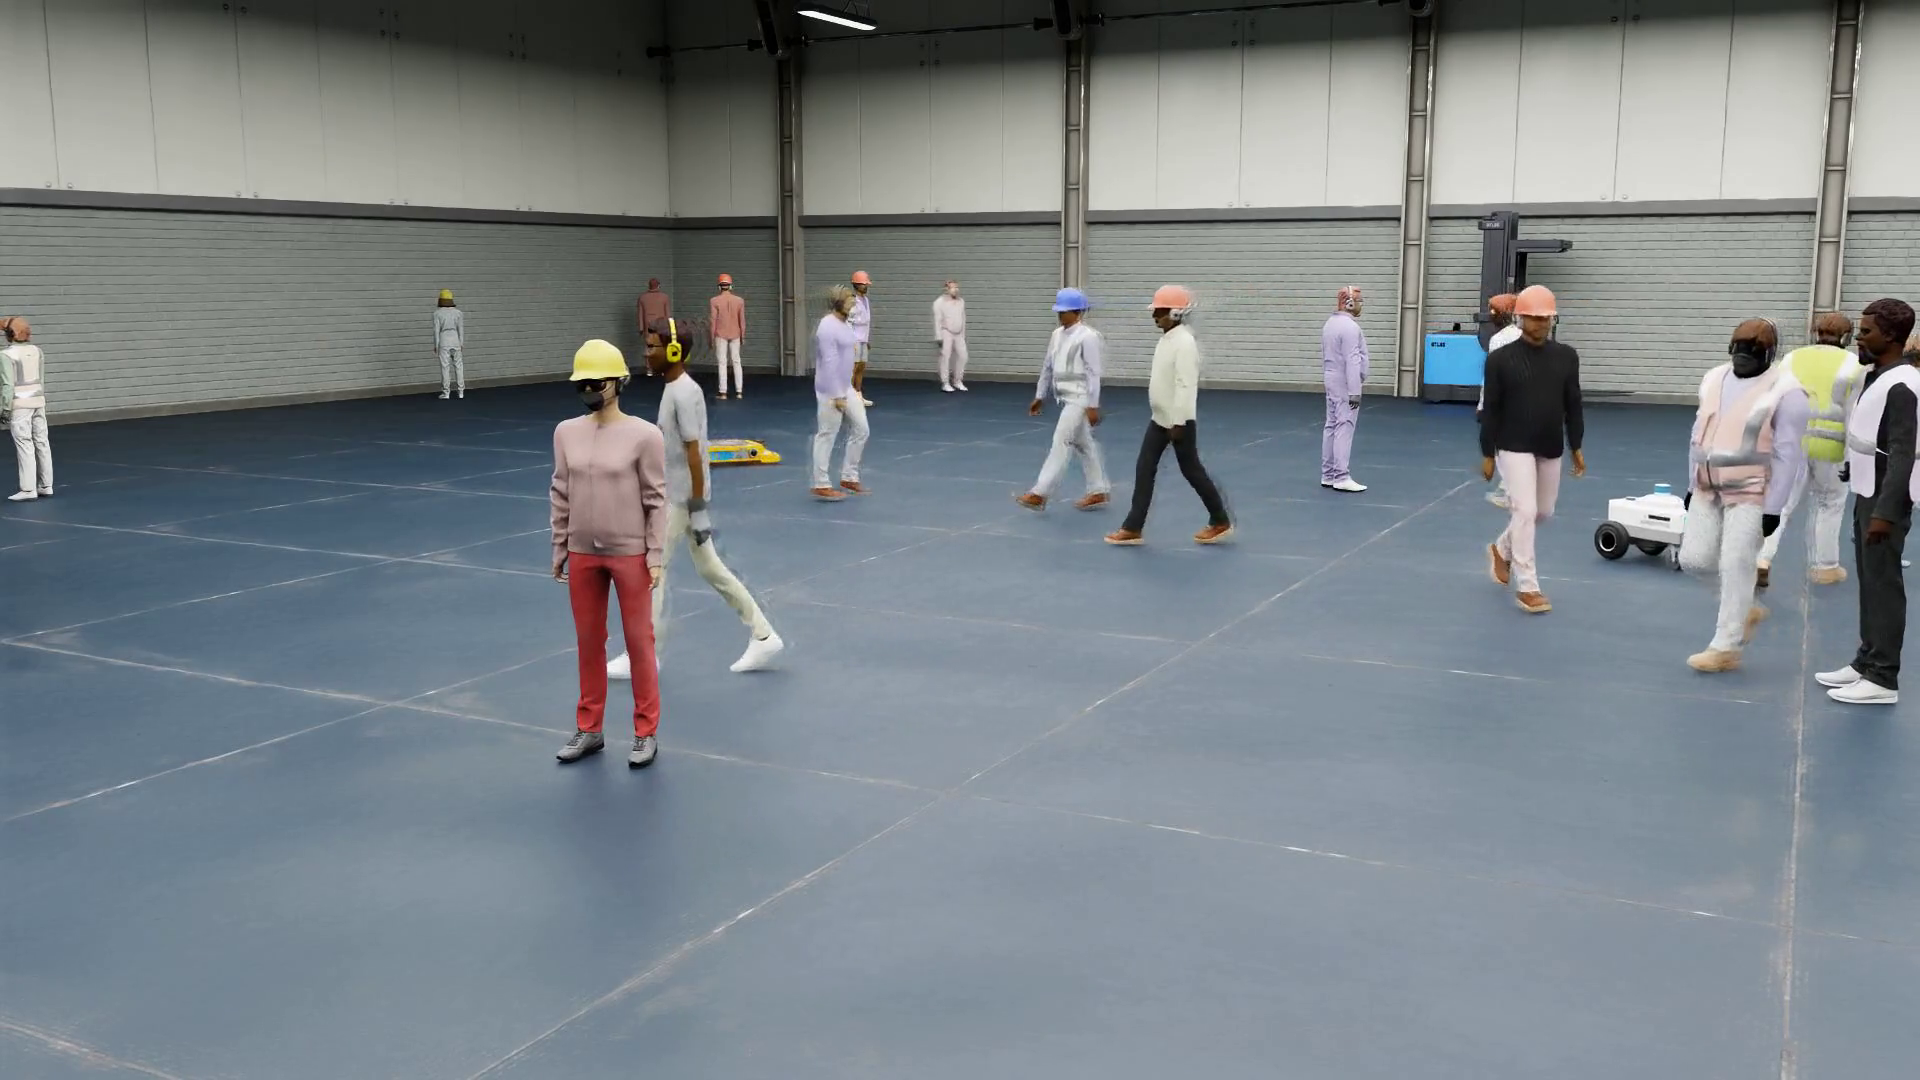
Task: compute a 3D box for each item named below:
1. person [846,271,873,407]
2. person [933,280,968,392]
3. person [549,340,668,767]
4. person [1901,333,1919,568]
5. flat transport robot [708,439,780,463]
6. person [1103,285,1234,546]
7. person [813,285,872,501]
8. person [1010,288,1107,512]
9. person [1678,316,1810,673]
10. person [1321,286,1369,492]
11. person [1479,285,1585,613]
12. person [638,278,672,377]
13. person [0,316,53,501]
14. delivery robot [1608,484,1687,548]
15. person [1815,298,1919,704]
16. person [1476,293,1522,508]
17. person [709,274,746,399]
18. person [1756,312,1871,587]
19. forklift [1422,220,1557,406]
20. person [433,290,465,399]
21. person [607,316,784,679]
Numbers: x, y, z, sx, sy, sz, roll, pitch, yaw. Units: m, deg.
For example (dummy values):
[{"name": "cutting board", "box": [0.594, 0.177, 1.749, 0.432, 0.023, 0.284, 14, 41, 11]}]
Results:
[{"name": "person", "box": [-1.497, -3.022, 25.050, 0.393, 2.041, 0.613, 4, 10, 23]}, {"name": "person", "box": [-0.103, -3.431, 28.028, 0.680, 1.886, 0.613, -7, 11, -36]}, {"name": "person", "box": [-1.466, 0.055, 6.923, 0.525, 1.769, 0.316, 2, 10, 15]}, {"name": "person", "box": [6.438, -0.603, 11.417, 0.398, 1.625, 0.520, 0, 9, 1]}, {"name": "flat transport robot", "box": [-2.701, -0.930, 17.729, 1.431, 0.197, 0.652, -4, 10, -24]}, {"name": "person", "box": [1.618, -0.930, 12.453, 1.003, 1.951, 0.626, -2, 10, -15]}, {"name": "person", "box": [-1.039, -1.297, 14.812, 0.641, 1.918, 0.651, 3, 10, 20]}, {"name": "person", "box": [0.852, -1.179, 14.115, 1.016, 1.887, 0.620, -3, 10, -20]}, {"name": "person", "box": [3.992, -0.228, 8.499, 0.495, 1.823, 0.653, -4, 10, -22]}, {"name": "person", "box": [3.623, -1.420, 15.585, 0.404, 1.906, 0.652, -1, 9, -7]}, {"name": "person", "box": [3.500, -0.593, 10.307, 0.607, 1.969, 0.887, -2, 9, -11]}, {"name": "person", "box": [-5.879, -4.103, 32.134, 0.646, 1.907, 0.401, 1, 9, 3]}, {"name": "person", "box": [-8.383, -1.176, 14.899, 0.310, 1.642, 0.514, 1, 9, 8]}, {"name": "delivery robot", "box": [4.959, -0.153, 11.771, 0.477, 0.478, 0.707, -5, 10, -28]}, {"name": "person", "box": [4.400, -0.185, 7.938, 0.392, 1.918, 0.587, 4, 10, 21]}, {"name": "person", "box": [4.718, -1.210, 14.441, 0.499, 1.860, 0.627, 8, 12, 39]}, {"name": "person", "box": [-3.748, -3.267, 26.720, 0.623, 1.988, 0.393, -5, 11, -30]}, {"name": "person", "box": [5.509, -0.582, 10.792, 0.956, 1.796, 0.654, -7, 12, -39]}, {"name": "forklift", "box": [8.245, -3.527, 25.720, 1.873, 2.768, 1.129, 5, 10, 27]}, {"name": "person", "box": [-8.228, -3.148, 26.749, 0.484, 1.744, 0.295, -7, 11, -36]}, {"name": "person", "box": [-1.361, -0.215, 8.401, 0.967, 1.832, 0.545, -1, 9, -9]}]
